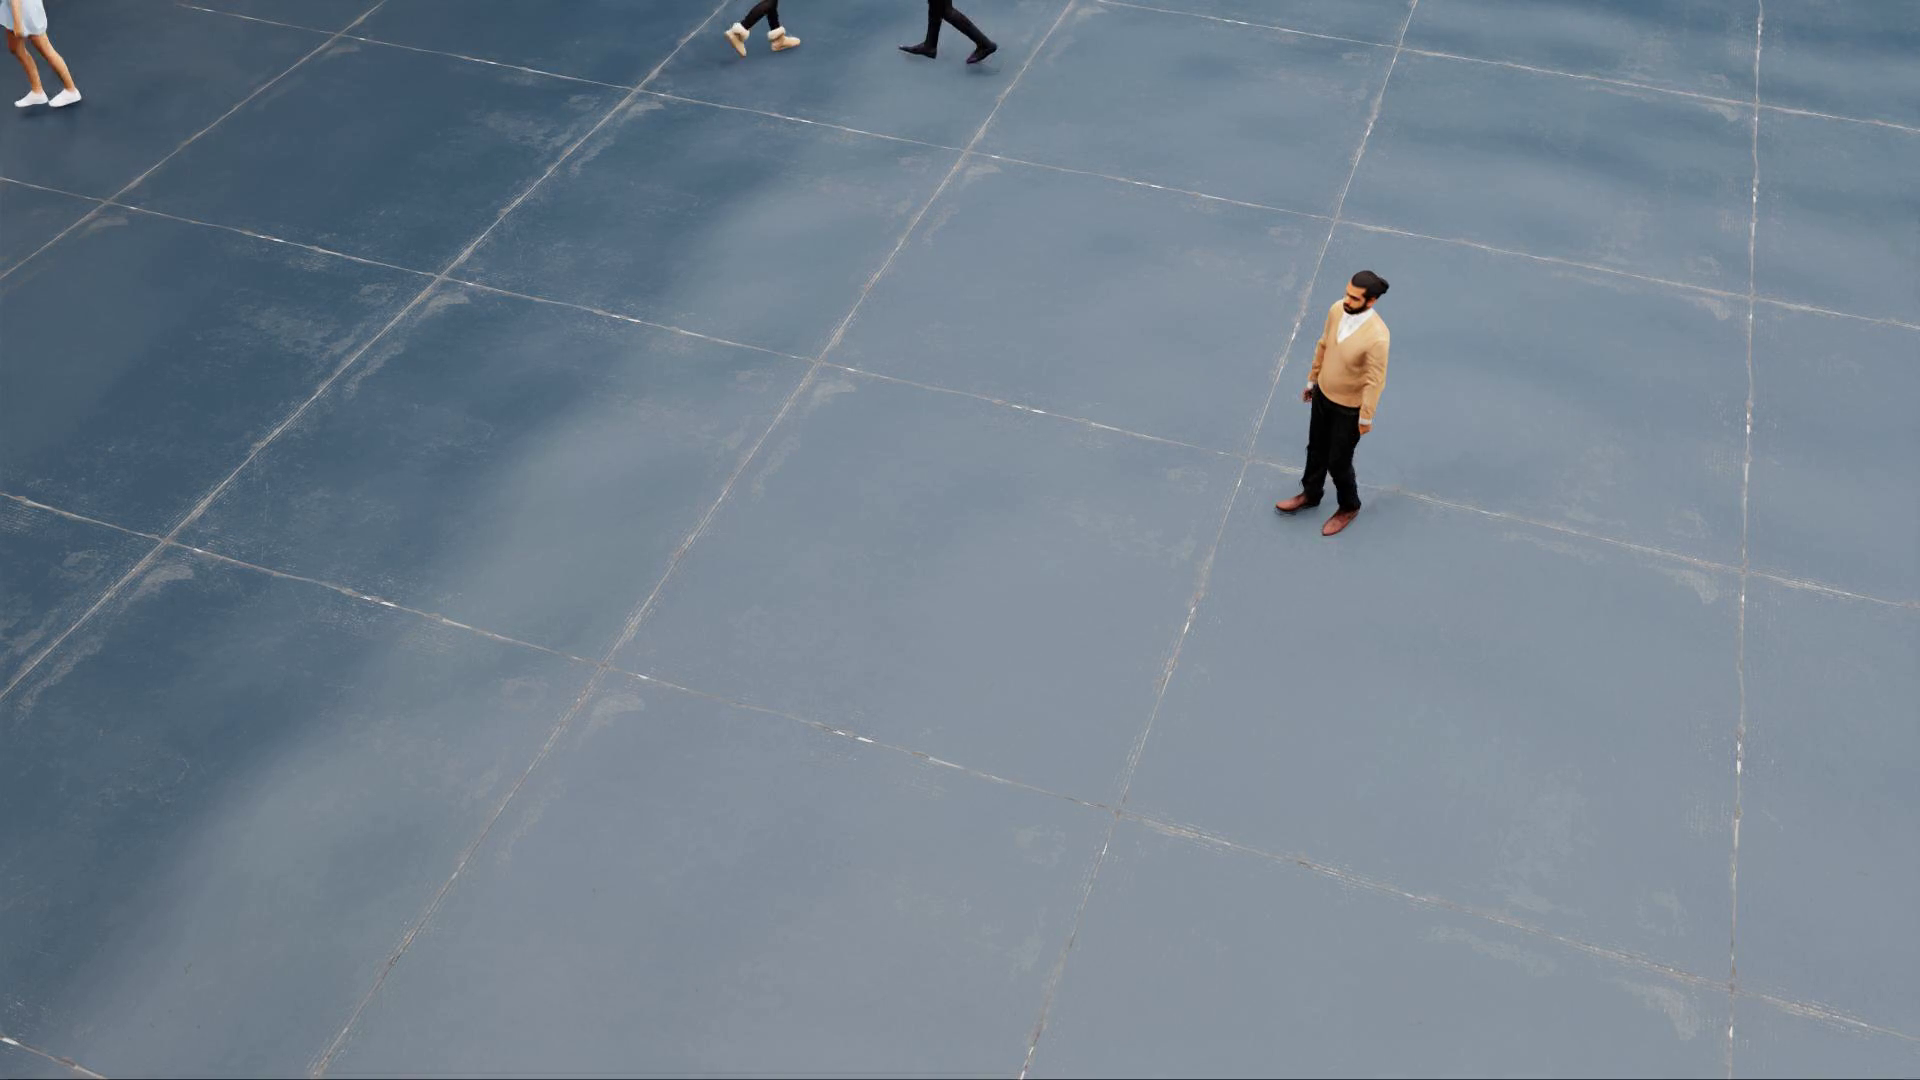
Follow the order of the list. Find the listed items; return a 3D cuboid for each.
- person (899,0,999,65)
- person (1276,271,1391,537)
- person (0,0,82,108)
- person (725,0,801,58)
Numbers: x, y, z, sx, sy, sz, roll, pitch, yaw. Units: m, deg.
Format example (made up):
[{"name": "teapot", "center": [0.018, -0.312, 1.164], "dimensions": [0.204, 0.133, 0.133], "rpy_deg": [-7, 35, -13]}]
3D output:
[{"name": "person", "center": [-0.050, -4.841, 13.868], "dimensions": [1.180, 1.894, 0.878], "rpy_deg": [10, 44, 11]}, {"name": "person", "center": [2.256, -0.830, 9.675], "dimensions": [0.858, 1.754, 0.799], "rpy_deg": [-17, 46, -17]}, {"name": "person", "center": [-7.488, -4.322, 13.441], "dimensions": [0.866, 1.719, 0.812], "rpy_deg": [-27, 49, -26]}, {"name": "person", "center": [-1.750, -4.885, 14.103], "dimensions": [1.013, 1.638, 0.977], "rpy_deg": [-18, 46, -19]}]
